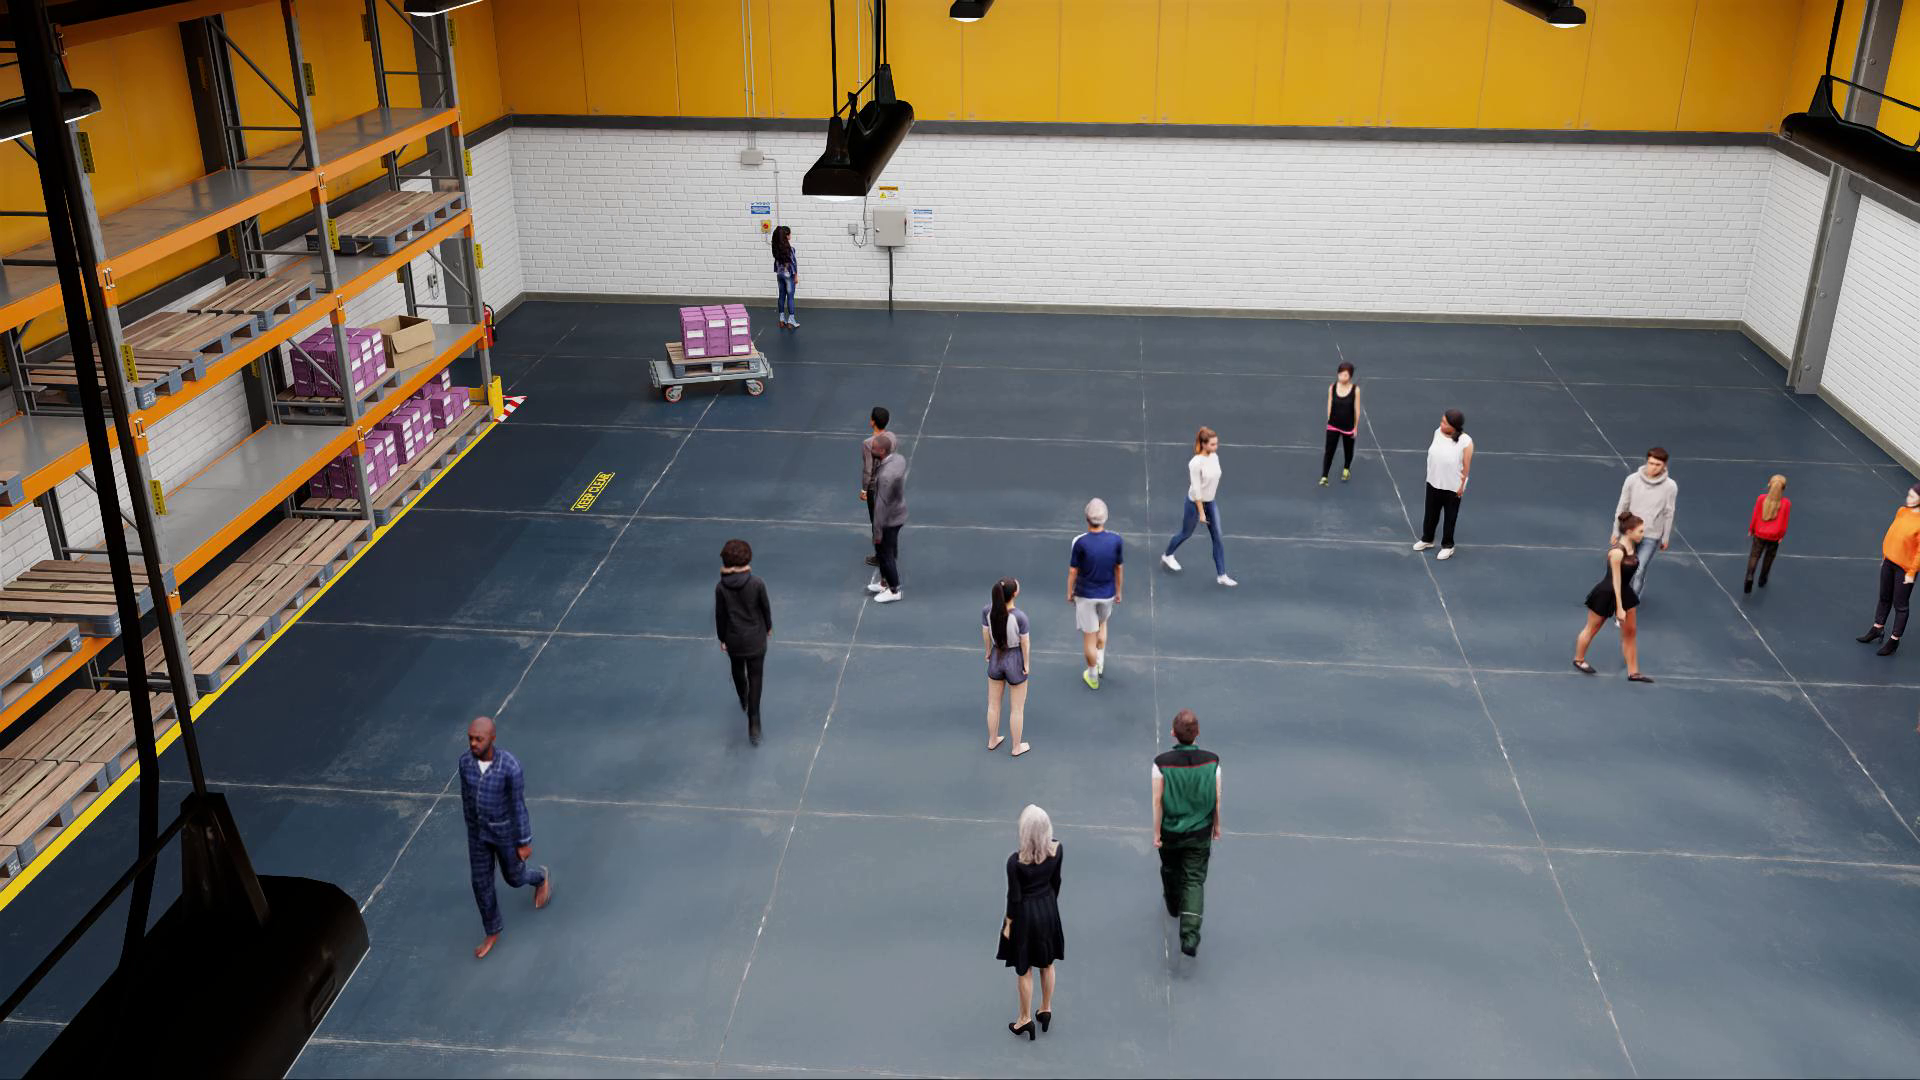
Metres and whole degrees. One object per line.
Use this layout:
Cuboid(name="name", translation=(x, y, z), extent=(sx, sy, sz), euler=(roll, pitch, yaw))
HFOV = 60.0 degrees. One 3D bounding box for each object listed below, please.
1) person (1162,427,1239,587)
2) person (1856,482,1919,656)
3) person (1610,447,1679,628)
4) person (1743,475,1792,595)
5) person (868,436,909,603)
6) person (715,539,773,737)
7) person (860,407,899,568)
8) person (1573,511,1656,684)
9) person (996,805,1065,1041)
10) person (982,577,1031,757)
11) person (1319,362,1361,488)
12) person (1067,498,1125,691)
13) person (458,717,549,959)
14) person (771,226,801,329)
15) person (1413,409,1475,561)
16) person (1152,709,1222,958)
Cuboid(name="person", translation=(2.440, -0.361, 17.405), extent=(1.107, 1.677, 1.189), euler=(-19, 30, -37))
Cuboid(name="person", translation=(9.011, 0.253, 15.912), extent=(0.722, 1.750, 0.558), euler=(-3, 24, -6))
Cuboid(name="person", translation=(6.830, -0.085, 16.596), extent=(1.101, 1.820, 1.329), euler=(16, 28, 32))
Cuboid(name="person", translation=(8.335, -0.039, 17.184), extent=(0.710, 1.265, 0.905), euler=(13, 27, 28))
Cuboid(name="person", translation=(-0.694, -0.227, 16.947), extent=(0.827, 1.799, 0.608), euler=(1, 24, 1))
Cuboid(name="person", translation=(-1.863, 0.877, 14.486), extent=(0.676, 1.748, 1.123), euler=(0, 24, 0))
Cuboid(name="person", translation=(-0.849, -0.572, 17.777), extent=(0.687, 1.767, 0.769), euler=(-13, 27, -27))
Cuboid(name="person", translation=(5.978, 0.513, 15.441), extent=(0.980, 1.648, 1.044), euler=(-17, 29, -34))
Cuboid(name="person", translation=(0.473, 2.478, 10.825), extent=(0.698, 1.747, 0.738), euler=(-14, 27, -29))
Cuboid(name="person", translation=(0.401, 1.068, 14.171), extent=(0.664, 1.650, 0.652), euler=(12, 27, 26))
Cuboid(name="person", translation=(4.630, -1.403, 19.992), extent=(0.771, 1.514, 1.081), euler=(9, 25, 21))
Cuboid(name="person", translation=(1.267, 0.524, 15.193), extent=(0.775, 1.828, 0.819), euler=(-6, 24, -14))
Cuboid(name="person", translation=(-3.257, 2.019, 11.813), extent=(0.764, 1.796, 1.081), euler=(6, 24, 13))
Cuboid(name="person", translation=(-2.732, -4.148, 26.143), extent=(0.703, 1.617, 0.727), euler=(18, 29, 35))
Cuboid(name="person", translation=(5.259, -0.635, 18.023), extent=(0.823, 1.685, 0.750), euler=(-16, 28, -32))
Cuboid(name="person", translation=(1.583, 2.075, 11.676), extent=(0.712, 1.804, 1.168), euler=(1, 24, 3))
